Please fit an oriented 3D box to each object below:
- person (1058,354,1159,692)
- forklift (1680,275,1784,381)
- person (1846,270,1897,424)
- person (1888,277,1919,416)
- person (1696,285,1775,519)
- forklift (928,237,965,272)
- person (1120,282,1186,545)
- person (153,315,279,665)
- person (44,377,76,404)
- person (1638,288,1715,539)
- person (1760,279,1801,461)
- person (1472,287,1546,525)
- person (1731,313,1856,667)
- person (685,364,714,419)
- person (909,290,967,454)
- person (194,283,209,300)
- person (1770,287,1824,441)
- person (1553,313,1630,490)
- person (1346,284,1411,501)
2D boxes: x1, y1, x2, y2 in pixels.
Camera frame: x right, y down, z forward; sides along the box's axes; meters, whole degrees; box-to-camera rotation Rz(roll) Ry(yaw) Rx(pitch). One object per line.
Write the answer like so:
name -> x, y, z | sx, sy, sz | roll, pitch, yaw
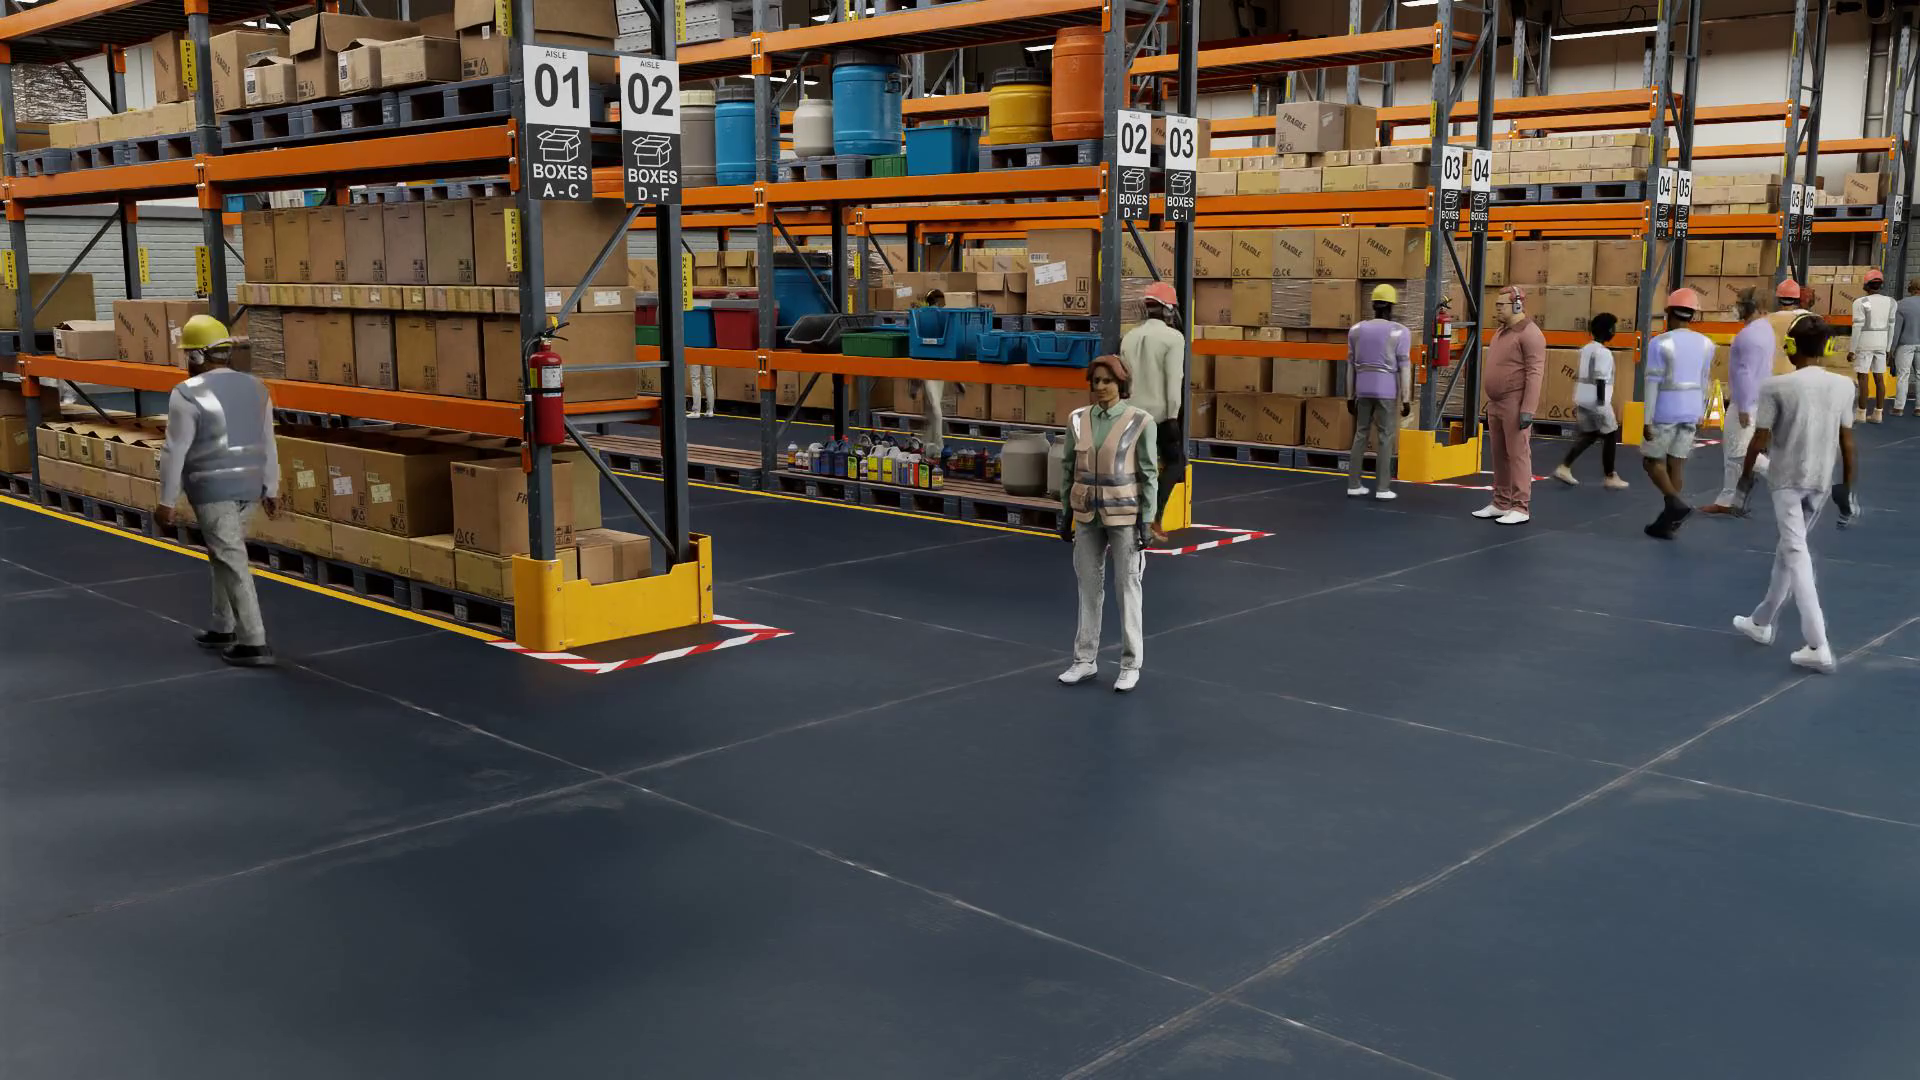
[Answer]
person -> 0.724, -0.088, 8.155 | 0.522, 1.637, 0.306 | 6, 11, 33
forklift -> 12.480, -3.427, 27.053 | 1.214, 2.155, 2.313 | 9, 13, 43
person -> 12.094, -2.566, 22.130 | 0.609, 2.036, 0.403 | -1, 9, -8
person -> 13.320, -2.700, 23.252 | 0.631, 1.940, 0.372 | 2, 9, 9
person -> 6.497, -1.109, 13.565 | 0.738, 1.919, 0.633 | 6, 11, 35
forklift -> -0.326, -5.817, 39.609 | 1.129, 2.768, 1.873 | 9, 13, 43
person -> 1.420, -0.927, 12.330 | 0.572, 1.954, 0.627 | -9, 13, -43
person -> -3.930, -0.260, 8.675 | 0.743, 1.801, 0.601 | 3, 10, 18
person -> -13.435, -2.876, 24.514 | 0.604, 1.879, 1.000 | 2, 10, 15
person -> 5.456, -0.950, 12.635 | 0.551, 1.910, 0.559 | -2, 9, -10
person -> 8.494, -1.711, 17.176 | 0.344, 1.942, 0.549 | -9, 13, -44
person -> 4.432, -1.088, 13.466 | 0.403, 1.906, 0.652 | -2, 9, -11
person -> 4.409, -0.283, 8.802 | 0.542, 1.819, 0.973 | -1, 9, -5
person -> -3.598, -2.499, 22.939 | 0.500, 1.636, 0.280 | -8, 12, -41
person -> -0.173, -1.609, 16.896 | 0.877, 1.838, 0.515 | 9, 13, 44
person -> -12.839, -3.469, 28.282 | 0.591, 1.834, 0.404 | -5, 11, -29
person -> 10.003, -2.093, 19.861 | 0.962, 1.834, 0.566 | -8, 12, -41
person -> 5.936, -1.292, 15.505 | 0.689, 1.653, 0.560 | 0, 9, -1
person -> 3.748, -1.322, 14.877 | 0.601, 1.915, 0.394 | 8, 12, 39
